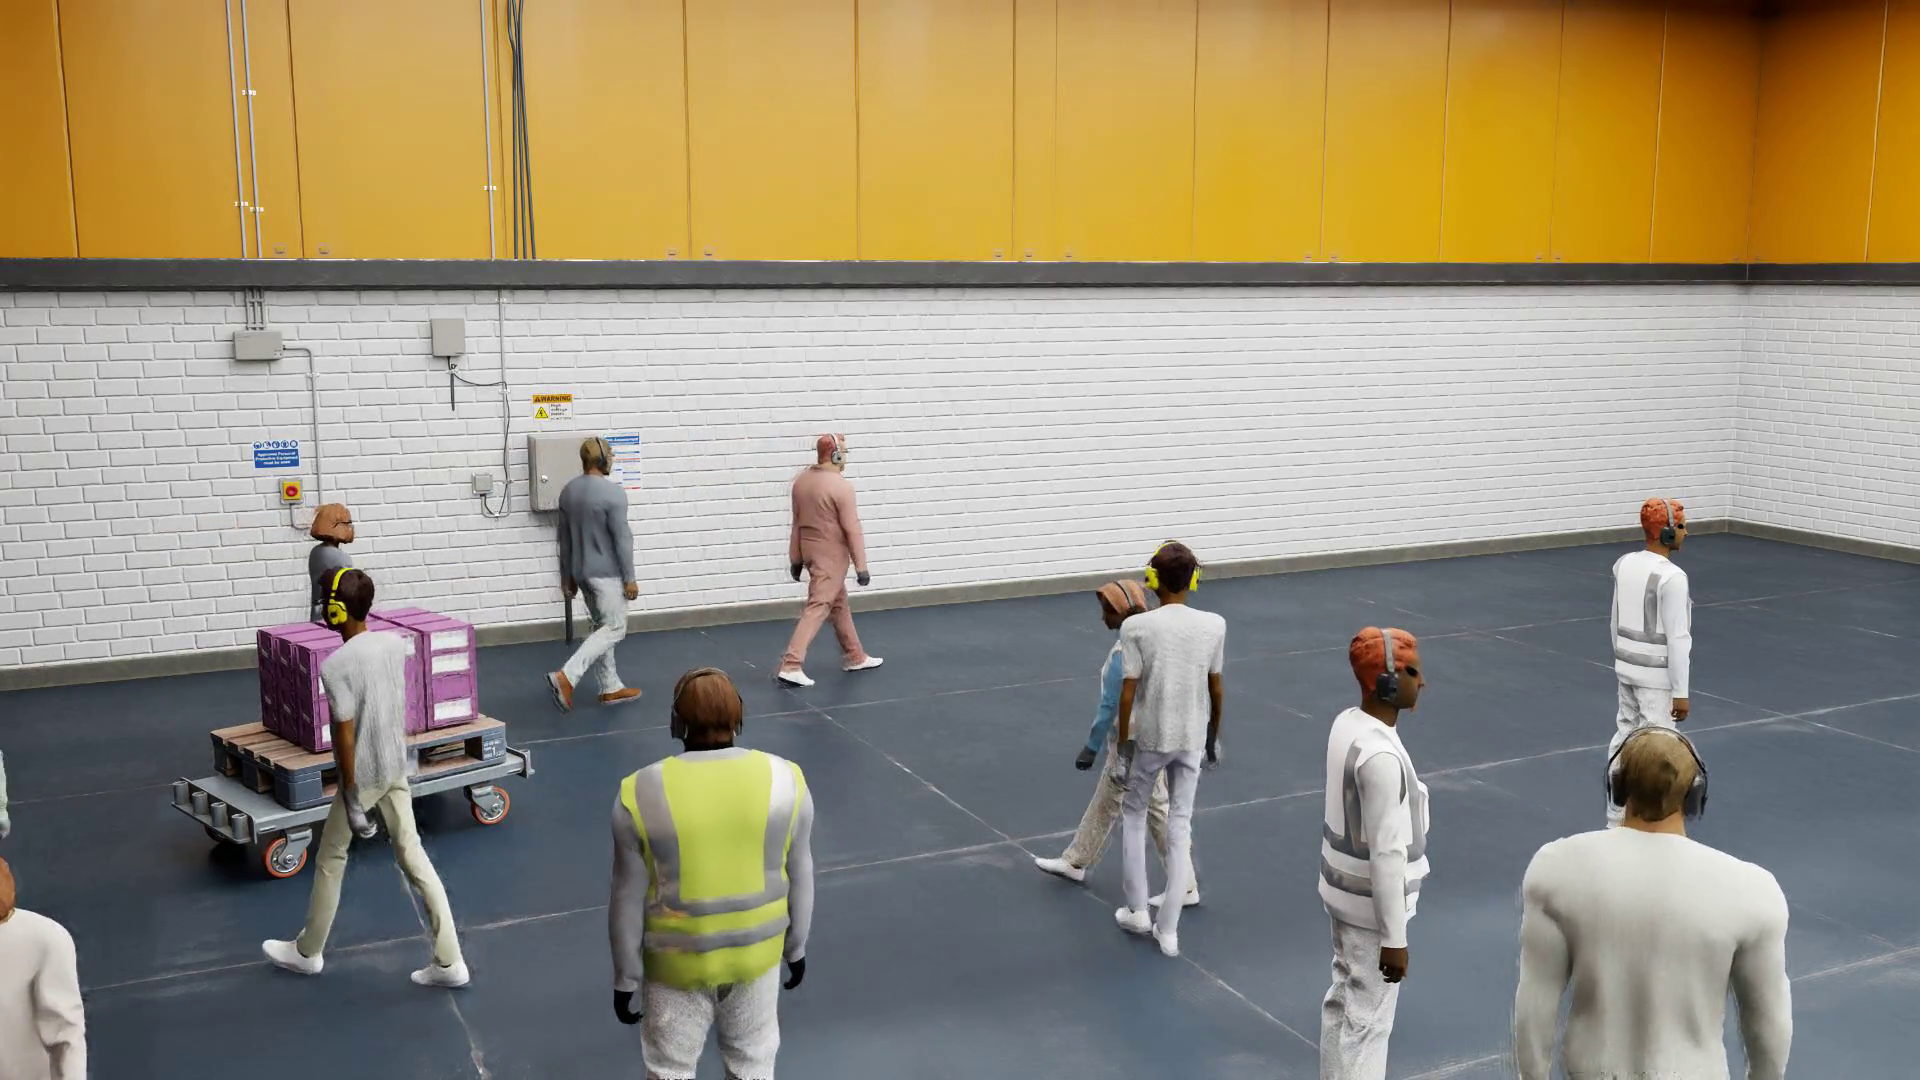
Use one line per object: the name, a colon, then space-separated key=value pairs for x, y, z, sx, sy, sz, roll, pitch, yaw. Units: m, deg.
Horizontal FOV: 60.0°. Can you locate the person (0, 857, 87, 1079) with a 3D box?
person: x=-2.591 y=1.528 z=4.486 sx=0.523 sy=1.573 sz=0.880 roll=-1 pitch=9 yaw=-9

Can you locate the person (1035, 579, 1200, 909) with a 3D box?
person: x=0.769 y=0.969 z=7.953 sx=0.857 sy=1.586 sz=0.521 roll=2 pitch=9 yaw=11

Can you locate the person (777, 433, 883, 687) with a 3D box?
person: x=-0.985 y=0.136 z=12.320 sx=1.003 sy=1.862 sz=0.665 roll=-7 pitch=11 yaw=-36

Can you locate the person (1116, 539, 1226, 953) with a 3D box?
person: x=0.941 y=0.909 z=7.536 sx=0.526 sy=1.848 sz=0.594 roll=-1 pitch=9 yaw=-5

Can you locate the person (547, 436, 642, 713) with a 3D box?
person: x=-2.543 y=0.246 z=11.435 sx=0.642 sy=1.922 sz=0.749 roll=8 pitch=12 yaw=41

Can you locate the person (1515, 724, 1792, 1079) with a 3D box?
person: x=1.796 y=1.407 z=4.354 sx=0.637 sy=1.885 sz=1.032 roll=7 pitch=12 yaw=38

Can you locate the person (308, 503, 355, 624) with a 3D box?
person: x=-3.839 y=0.576 z=10.285 sx=0.347 sy=1.616 sz=0.522 roll=-9 pitch=13 yaw=-43

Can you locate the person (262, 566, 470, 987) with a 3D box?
person: x=-2.523 y=1.003 z=7.052 sx=0.997 sy=1.816 sz=0.515 roll=4 pitch=10 yaw=23

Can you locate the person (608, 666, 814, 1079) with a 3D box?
person: x=-0.765 y=1.296 z=5.182 sx=0.650 sy=1.839 sz=0.473 roll=-3 pitch=10 yaw=-19

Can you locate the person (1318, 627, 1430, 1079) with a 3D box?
person: x=1.375 y=1.215 z=5.517 sx=0.356 sy=1.884 sz=0.574 roll=0 pitch=9 yaw=0

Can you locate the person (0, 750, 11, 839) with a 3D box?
person: x=-4.148 y=1.150 z=6.741 sx=0.504 sy=1.621 sz=0.431 roll=-4 pitch=10 yaw=-22

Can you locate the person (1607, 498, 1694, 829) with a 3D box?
person: x=3.578 y=0.719 z=8.602 sx=0.355 sy=1.883 sz=0.575 roll=-2 pitch=9 yaw=-11
